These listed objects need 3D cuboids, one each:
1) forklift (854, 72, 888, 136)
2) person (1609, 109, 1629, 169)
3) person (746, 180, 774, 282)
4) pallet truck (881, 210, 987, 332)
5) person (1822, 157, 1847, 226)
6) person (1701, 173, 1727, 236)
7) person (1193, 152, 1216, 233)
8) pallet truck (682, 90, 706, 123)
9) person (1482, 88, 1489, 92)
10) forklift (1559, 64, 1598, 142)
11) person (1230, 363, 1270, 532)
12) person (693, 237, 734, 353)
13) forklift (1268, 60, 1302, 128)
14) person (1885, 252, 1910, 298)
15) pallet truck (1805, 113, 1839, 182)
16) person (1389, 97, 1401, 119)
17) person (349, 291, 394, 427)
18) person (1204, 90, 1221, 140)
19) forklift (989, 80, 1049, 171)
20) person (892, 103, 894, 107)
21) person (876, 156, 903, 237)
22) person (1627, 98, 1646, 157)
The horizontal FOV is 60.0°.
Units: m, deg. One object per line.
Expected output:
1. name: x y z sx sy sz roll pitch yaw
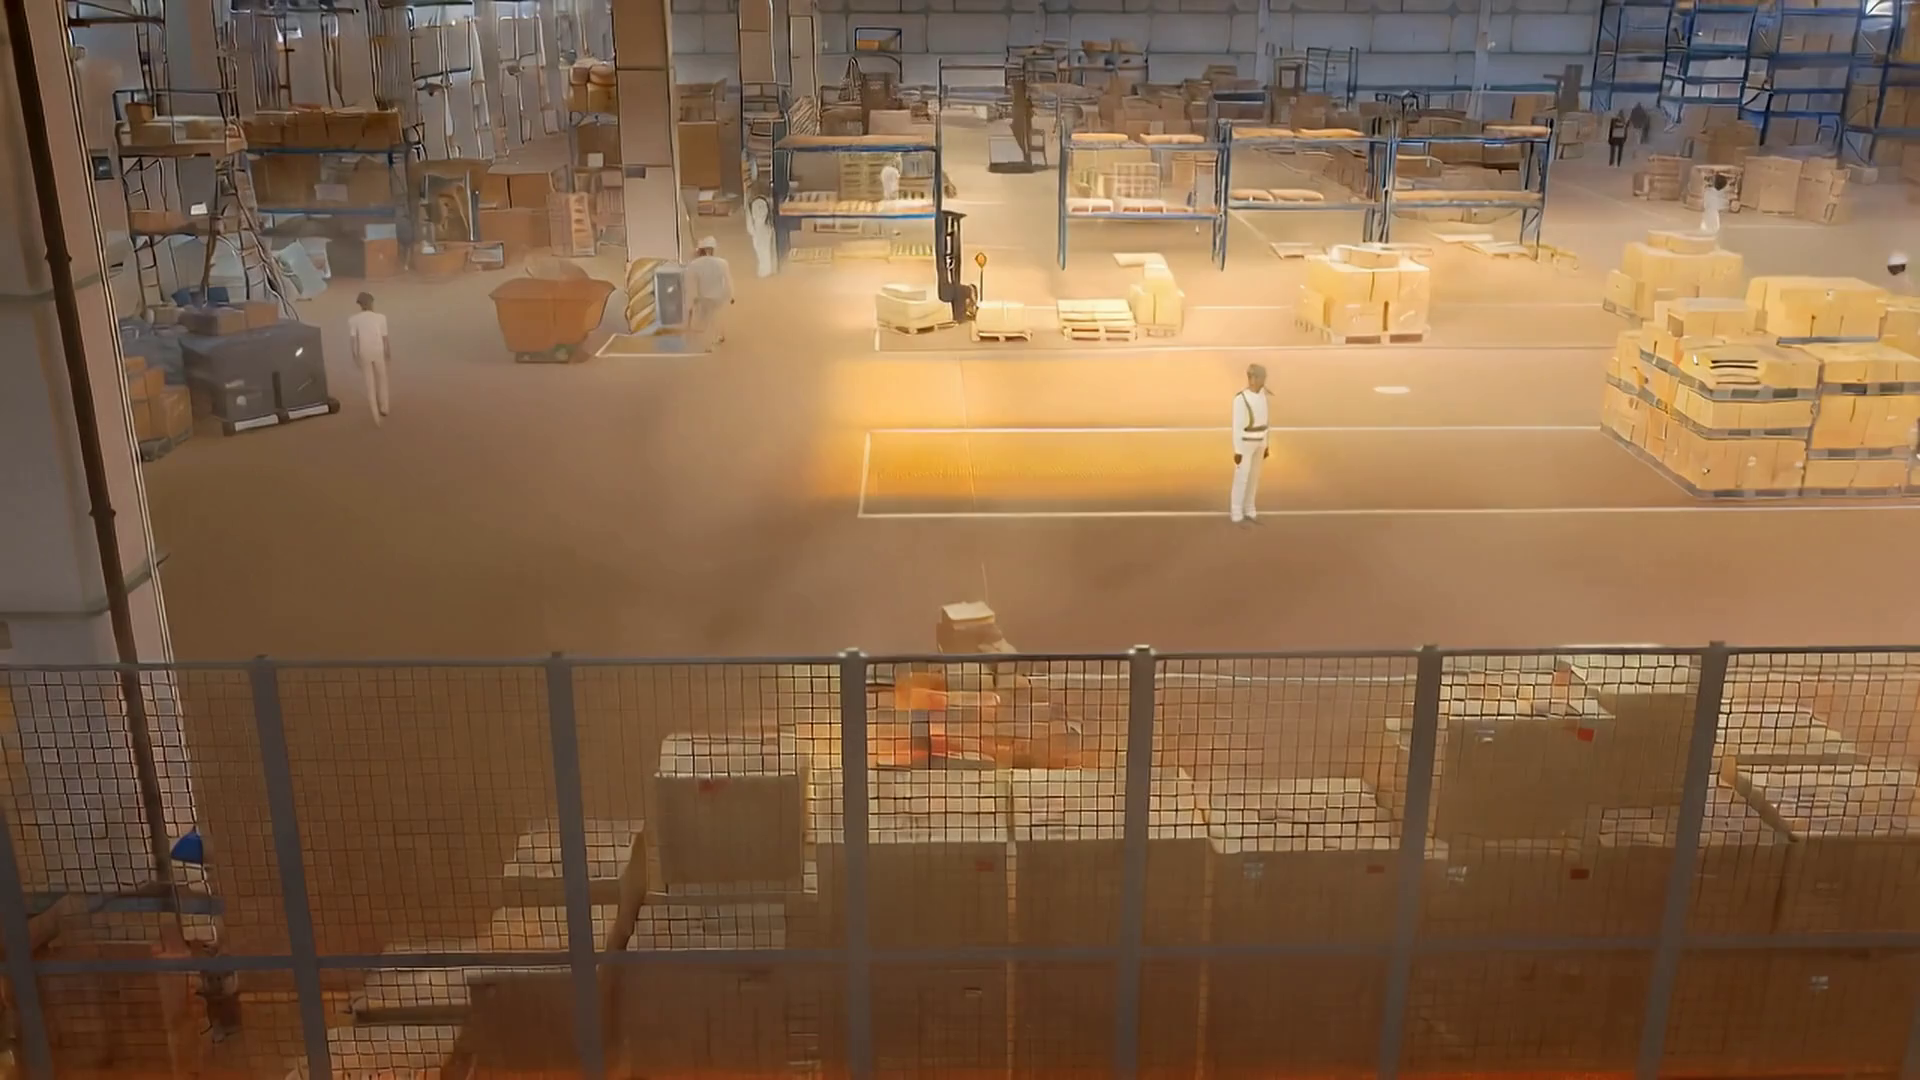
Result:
1. forklift: -3.003 -15.007 58.391 1.129 2.768 1.873 -6 20 -18
2. person: 21.408 -13.064 54.129 0.591 1.913 0.398 1 19 4
3. person: -4.086 -6.286 33.814 0.535 2.000 0.685 7 20 19
4. pallet truck: -0.493 -4.759 29.349 1.885 1.965 0.823 -13 23 -34
5. person: 21.848 -8.697 41.509 0.531 1.688 0.323 -7 20 -20
6. person: 16.152 -6.875 35.700 0.378 1.958 0.606 -4 19 -13
7. person: 5.949 -8.397 40.233 0.632 1.940 0.372 -1 19 -2
8. pallet truck: -9.671 -15.907 62.421 0.823 1.965 1.885 5 19 15
9. person: 20.196 -16.411 64.044 0.563 1.920 0.464 10 21 28
10. forklift: 23.205 -16.636 63.224 1.873 2.768 1.129 17 25 40
11. person: 3.237 -1.036 18.481 0.584 1.882 0.347 -18 25 -42
12. person: -4.083 -4.053 27.454 0.592 1.876 1.008 7 20 19
13. forklift: 13.193 -17.912 67.008 1.129 2.768 1.873 -1 19 -1
14. person: 14.321 -3.488 25.699 0.657 1.914 0.583 7 20 20
15. pallet truck: 26.403 -11.957 50.702 0.823 1.965 1.885 6 19 16
16. person: 15.656 -15.130 60.370 0.628 1.838 0.428 -8 20 -23
17. person: -8.136 -2.538 23.019 0.557 1.826 0.939 -5 19 -16
18. person: 9.560 -16.084 63.068 0.657 1.918 0.485 8 20 23
19. forklift: 1.889 -13.266 53.225 1.873 2.768 1.129 -1 19 -2
20. person: -2.427 -14.906 59.927 0.446 1.689 0.538 17 25 41
21. person: -1.693 -8.160 39.585 0.636 1.915 0.833 17 25 42
22. person: 23.366 -14.250 57.525 0.657 1.978 0.437 -4 19 -11
